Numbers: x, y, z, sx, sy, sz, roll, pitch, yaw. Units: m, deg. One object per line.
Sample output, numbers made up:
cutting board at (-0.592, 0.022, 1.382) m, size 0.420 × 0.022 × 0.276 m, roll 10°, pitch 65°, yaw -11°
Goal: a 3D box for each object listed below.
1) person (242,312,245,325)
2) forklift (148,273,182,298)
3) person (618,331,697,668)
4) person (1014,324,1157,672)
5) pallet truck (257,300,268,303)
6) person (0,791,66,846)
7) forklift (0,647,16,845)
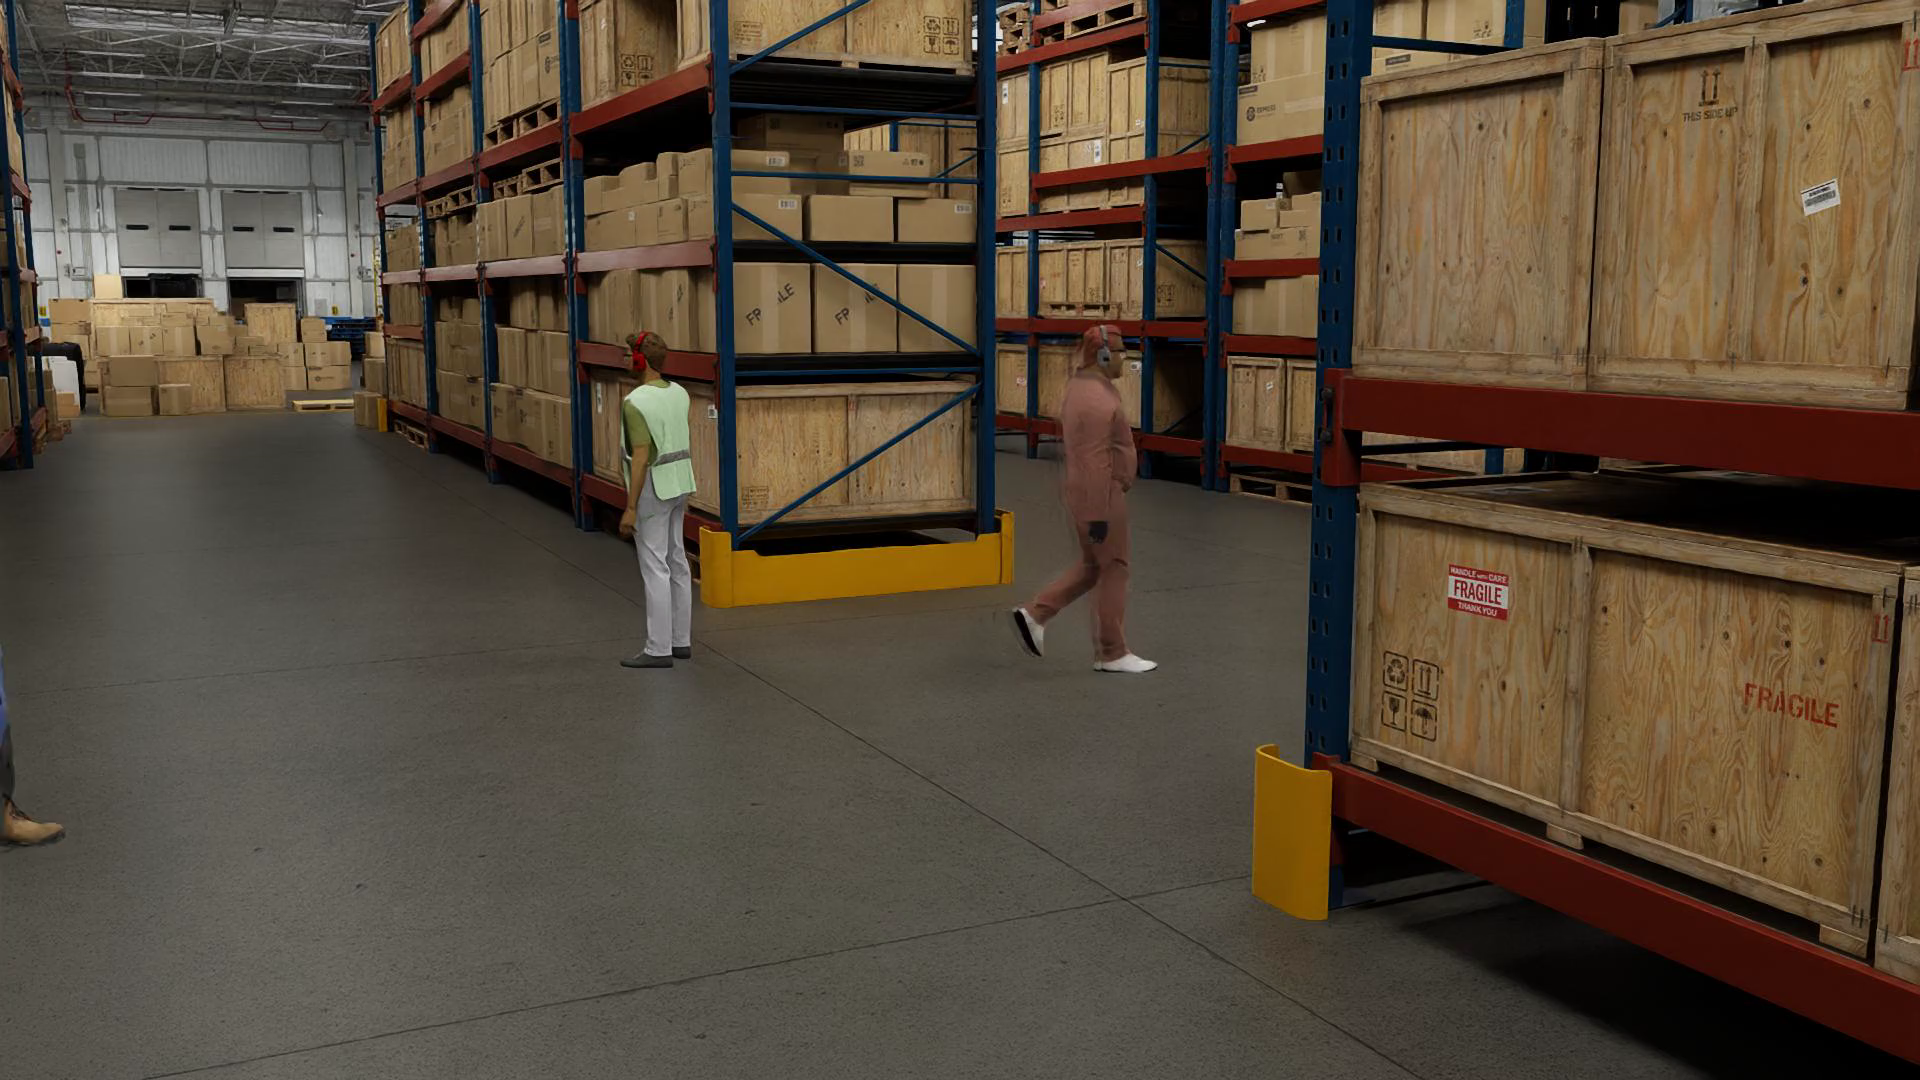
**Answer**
person at (-23.951, -6.896, 55.895) m, size 0.307 × 1.640 × 0.518 m, roll -1°, pitch 8°, yaw -6°
forklift at (-25.023, -7.020, 52.496) m, size 1.873 × 2.768 × 1.129 m, roll 6°, pitch 10°, yaw 35°
person at (-1.657, -0.217, 9.124) m, size 0.388 × 1.847 × 0.563 m, roll 3°, pitch 9°, yaw 19°
person at (0.699, -0.215, 8.955) m, size 0.671 × 1.891 × 0.657 m, roll -1°, pitch 8°, yaw -8°
pallet truck at (-23.913, -7.404, 58.171) m, size 1.885 × 1.965 × 0.823 m, roll -1°, pitch 8°, yaw -9°
person at (-3.852, 0.173, 5.917) m, size 0.983 × 2.012 × 0.621 m, roll -2°, pitch 8°, yaw -11°
forklift at (-4.452, -0.236, 5.712) m, size 1.873 × 2.768 × 1.129 m, roll -4°, pitch 9°, yaw -26°
